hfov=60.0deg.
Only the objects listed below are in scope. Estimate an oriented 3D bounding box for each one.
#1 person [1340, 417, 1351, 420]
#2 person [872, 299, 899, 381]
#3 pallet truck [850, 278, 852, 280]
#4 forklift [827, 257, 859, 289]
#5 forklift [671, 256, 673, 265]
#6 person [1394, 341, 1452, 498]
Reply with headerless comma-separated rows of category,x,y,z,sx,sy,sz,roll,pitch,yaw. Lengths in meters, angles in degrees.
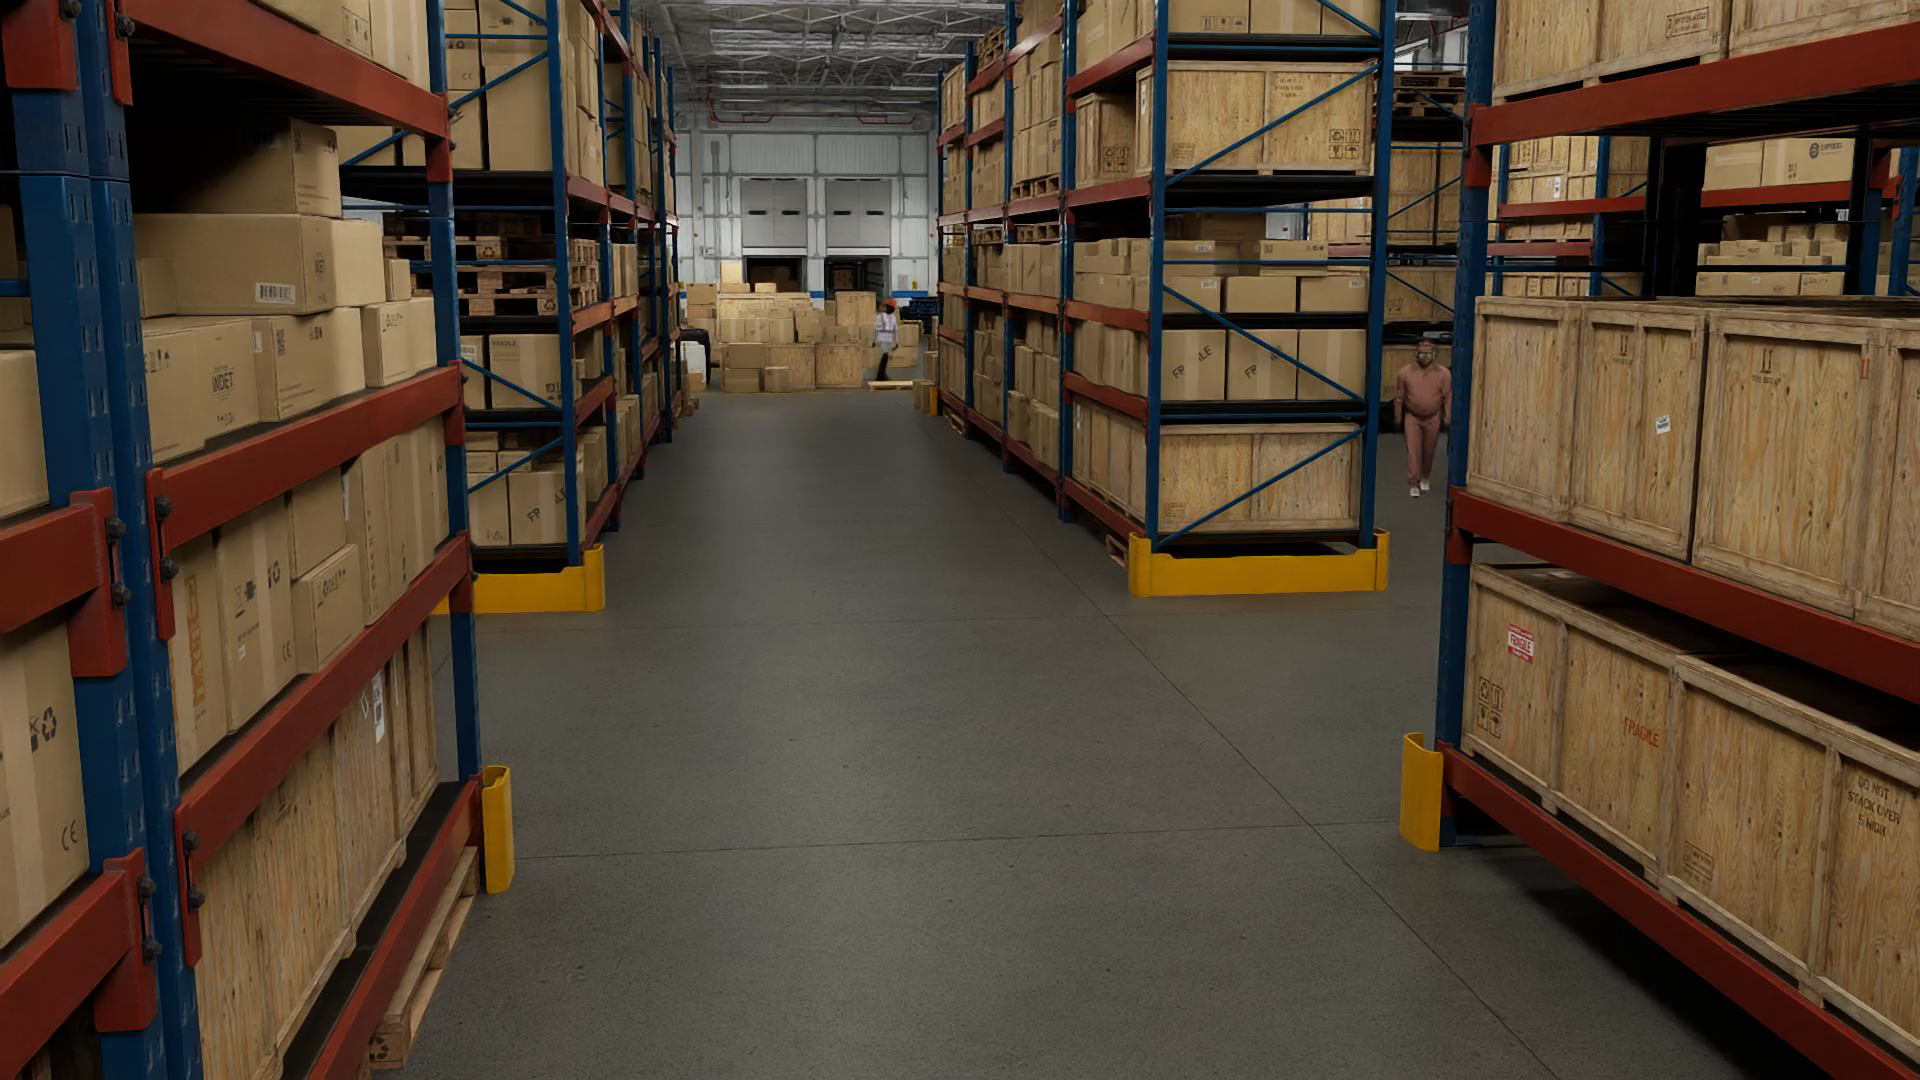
person,4.050,-1.056,18.152,0.320,1.698,0.531,-8,13,-39
person,-1.678,-4.530,37.806,0.772,1.885,0.560,9,13,43
pallet truck,-3.782,-9.391,65.808,1.885,1.965,0.823,2,10,10
forklift,-3.284,-6.565,46.785,1.129,2.768,1.873,-1,10,-7
forklift,-10.987,-9.066,61.344,1.129,2.768,1.873,-1,10,-7
person,5.598,-1.480,20.118,0.665,1.881,0.900,2,10,10
